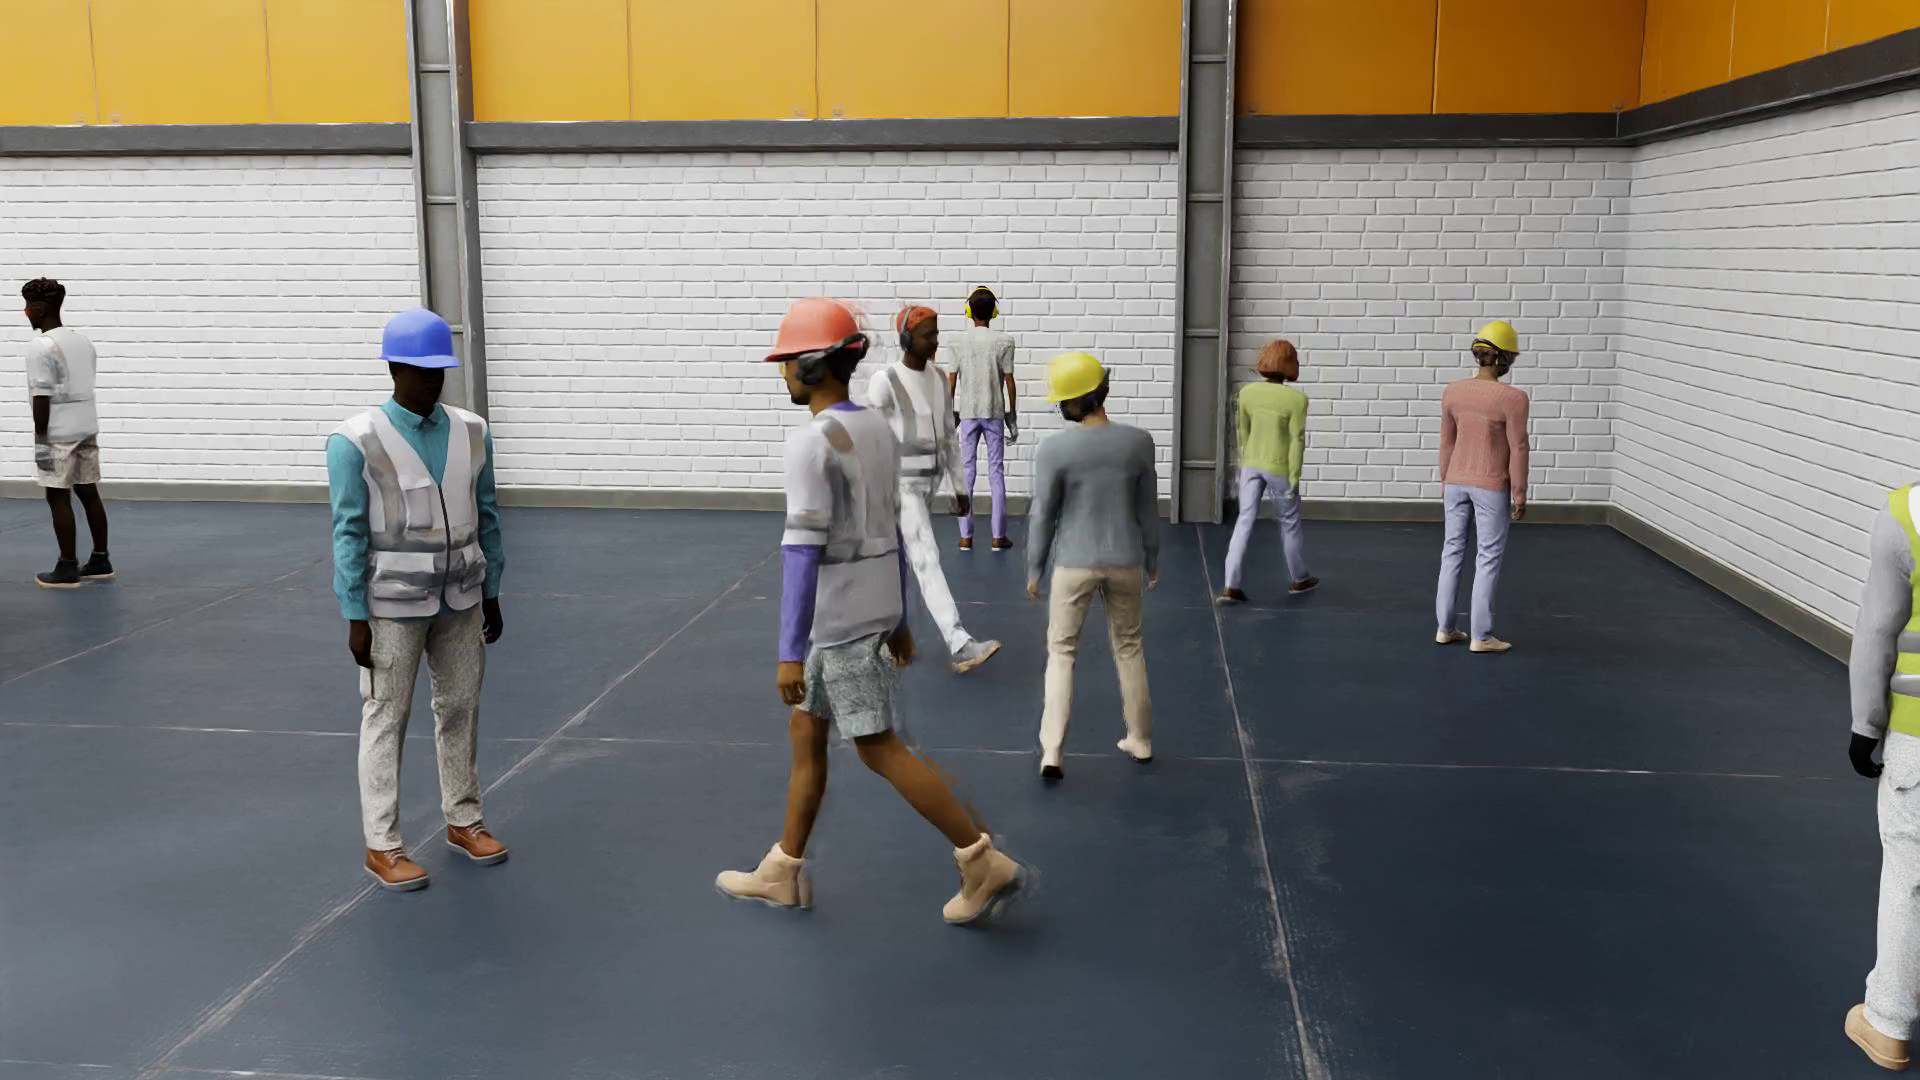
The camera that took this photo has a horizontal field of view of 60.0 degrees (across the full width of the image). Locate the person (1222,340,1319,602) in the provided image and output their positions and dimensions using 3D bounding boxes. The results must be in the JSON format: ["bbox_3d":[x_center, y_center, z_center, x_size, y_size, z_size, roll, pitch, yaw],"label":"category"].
[{"bbox_3d":[1.895,-0.420,10.107,0.500,1.588,0.858,8,13,39],"label":"person"}]

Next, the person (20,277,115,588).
[{"bbox_3d":[-5.681,-0.678,10.534,0.389,1.960,0.614,1,10,6],"label":"person"}]

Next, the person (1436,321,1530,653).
[{"bbox_3d":[2.774,-0.276,8.813,0.344,1.756,0.532,-8,13,-38],"label":"person"}]

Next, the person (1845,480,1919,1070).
[{"bbox_3d":[2.611,0.480,4.264,0.626,1.836,0.430,2,10,14],"label":"person"}]

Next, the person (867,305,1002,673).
[{"bbox_3d":[-0.134,-0.249,8.407,0.941,1.836,0.607,7,12,34],"label":"person"}]

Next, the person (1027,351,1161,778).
[{"bbox_3d":[0.564,0.103,6.718,0.598,1.732,0.492,-3,10,-16],"label":"person"}]

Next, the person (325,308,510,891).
[{"bbox_3d":[-1.799,0.197,5.594,0.417,1.938,0.603,8,13,40],"label":"person"}]

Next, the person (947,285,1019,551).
[{"bbox_3d":[0.159,-0.855,11.780,0.528,1.876,0.323,1,10,8],"label":"person"}]

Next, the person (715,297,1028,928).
[{"bbox_3d":[-0.278,0.245,5.189,1.027,1.996,0.675,3,10,17],"label":"person"}]
